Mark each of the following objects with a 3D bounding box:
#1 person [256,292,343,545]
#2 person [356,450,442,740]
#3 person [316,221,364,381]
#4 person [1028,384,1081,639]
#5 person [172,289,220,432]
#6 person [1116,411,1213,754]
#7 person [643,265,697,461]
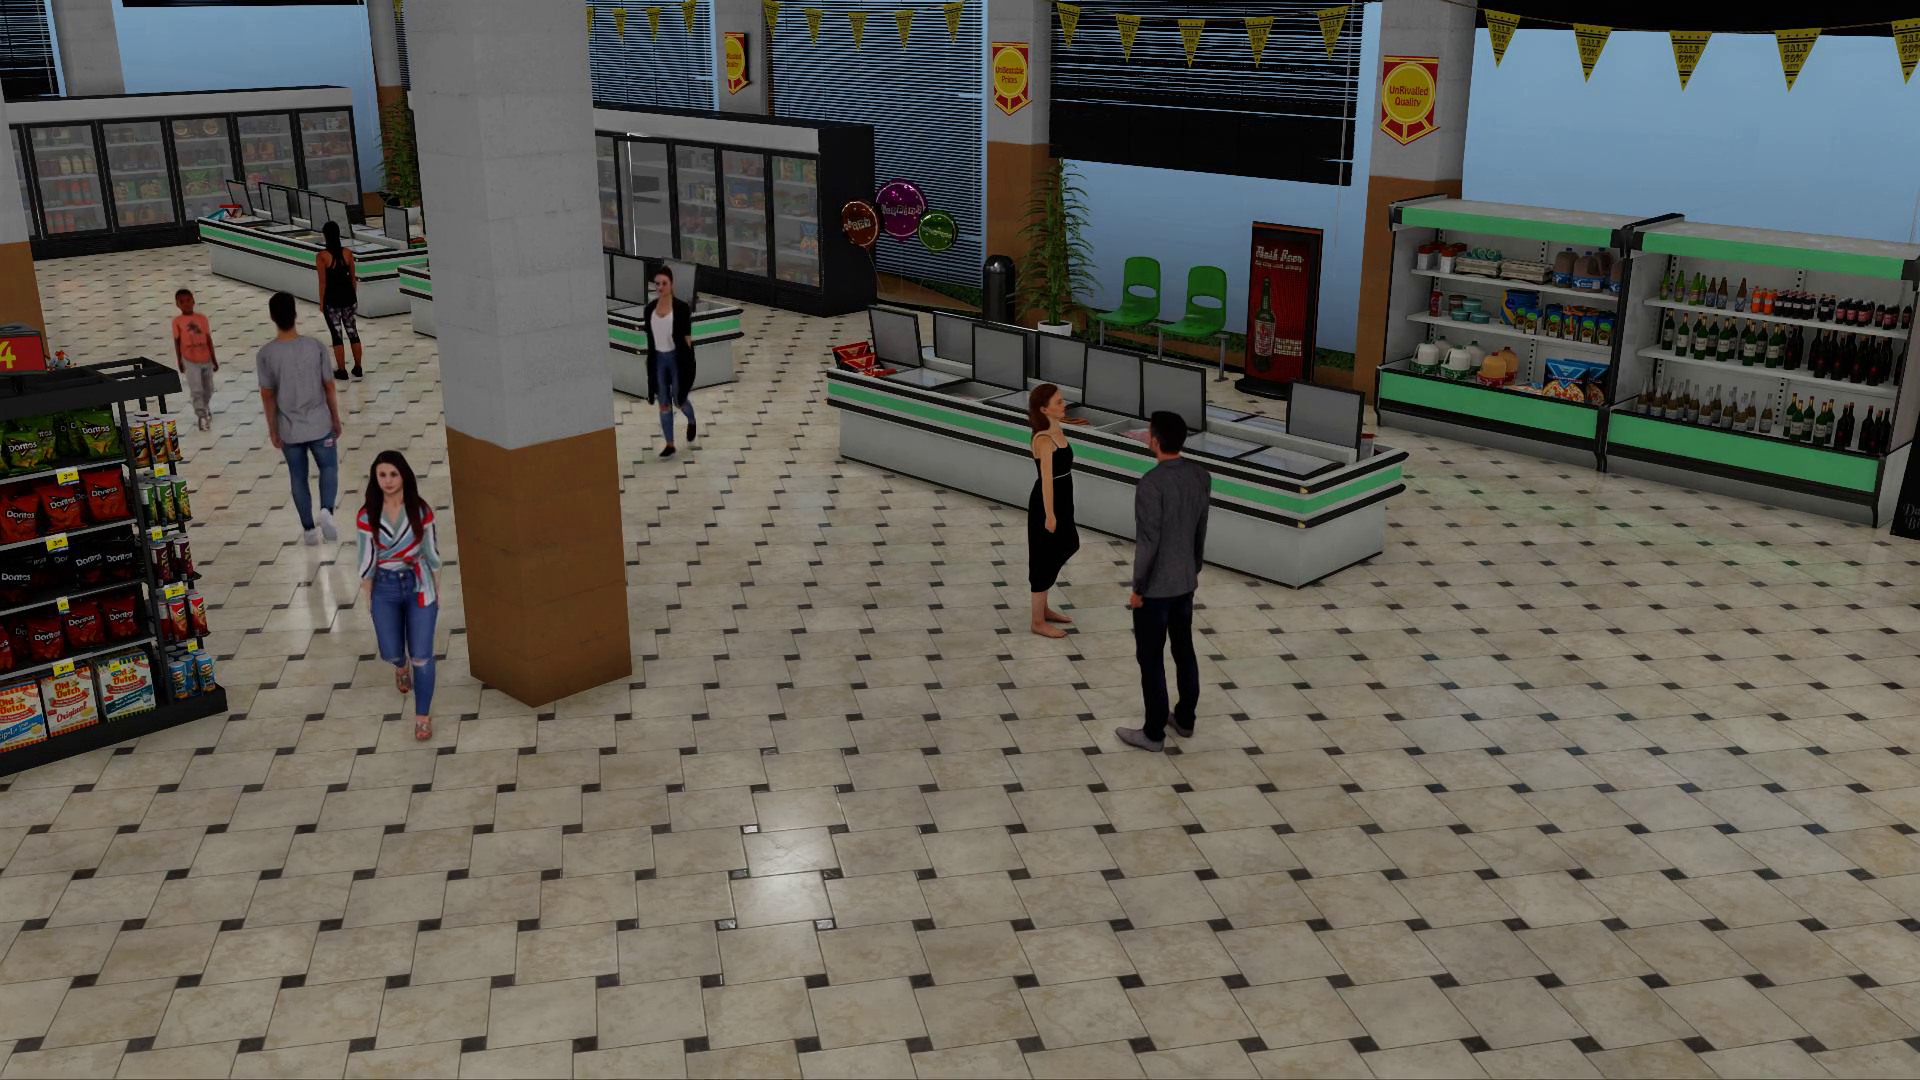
[{"bbox_3d":[-4.766,-0.833,12.083,0.871,1.872,1.007,-8,20,-22],"label":"person"},{"bbox_3d":[-3.089,0.271,9.237,0.841,1.599,0.989,-6,19,-17],"label":"person"},{"bbox_3d":[-6.503,-2.521,17.418,0.520,1.662,0.598,15,24,38],"label":"person"},{"bbox_3d":[0.562,-0.205,10.606,0.714,1.625,0.672,4,19,13],"label":"person"},{"bbox_3d":[-7.143,-1.703,15.558,0.597,1.300,0.923,-12,22,-32],"label":"person"},{"bbox_3d":[1.107,0.221,8.959,0.691,1.871,0.581,-16,24,-39],"label":"person"},{"bbox_3d":[-2.496,-1.568,14.573,0.937,1.673,0.934,5,19,14],"label":"person"}]
